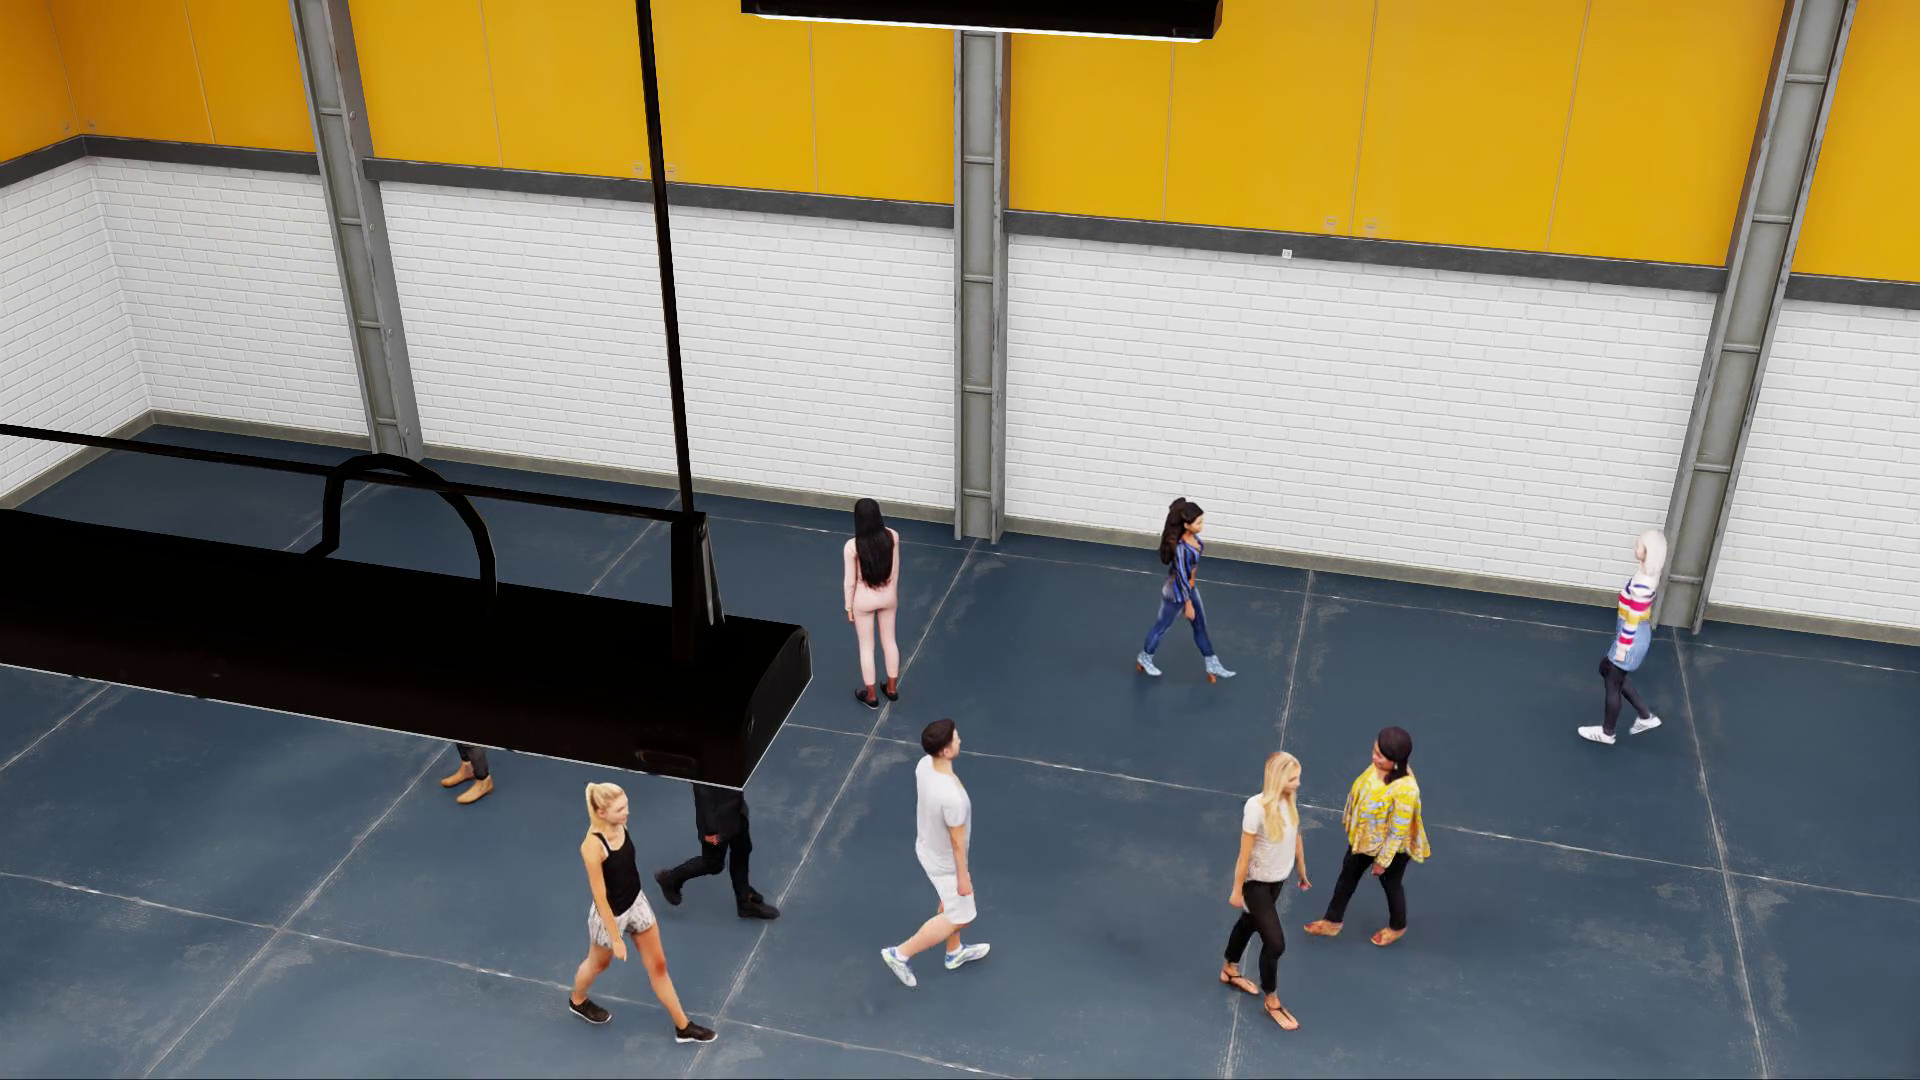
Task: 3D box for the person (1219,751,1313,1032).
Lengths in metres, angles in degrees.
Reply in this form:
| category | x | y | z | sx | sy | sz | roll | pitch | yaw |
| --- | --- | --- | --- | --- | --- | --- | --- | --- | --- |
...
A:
| category | x | y | z | sx | sy | sz | roll | pitch | yaw |
| --- | --- | --- | --- | --- | --- | --- | --- | --- | --- |
| person | 1.682 | 1.955 | 9.738 | 0.954 | 1.807 | 0.836 | 23 | 36 | 36 |

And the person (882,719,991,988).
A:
| category | x | y | z | sx | sy | sz | roll | pitch | yaw |
| --- | --- | --- | --- | --- | --- | --- | --- | --- | --- |
| person | -0.159 | 1.882 | 9.834 | 1.110 | 1.842 | 1.008 | -11 | 30 | -19 |

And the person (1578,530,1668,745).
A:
| category | x | y | z | sx | sy | sz | roll | pitch | yaw |
| --- | --- | --- | --- | --- | --- | --- | --- | --- | --- |
| person | 4.915 | 0.730 | 11.990 | 0.855 | 1.800 | 0.768 | 16 | 32 | 26 |

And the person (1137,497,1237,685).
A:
| category | x | y | z | sx | sy | sz | roll | pitch | yaw |
| --- | --- | --- | --- | --- | --- | --- | --- | --- | --- |
| person | 1.613 | 0.417 | 12.799 | 1.041 | 1.576 | 0.718 | 11 | 30 | 19 |

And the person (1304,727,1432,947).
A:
| category | x | y | z | sx | sy | sz | roll | pitch | yaw |
| --- | --- | --- | --- | --- | --- | --- | --- | --- | --- |
| person | 2.672 | 1.821 | 10.165 | 1.028 | 1.633 | 0.917 | -6 | 29 | -10 |

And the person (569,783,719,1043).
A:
| category | x | y | z | sx | sy | sz | roll | pitch | yaw |
| --- | --- | --- | --- | --- | --- | --- | --- | --- | --- |
| person | -2.027 | 2.114 | 9.463 | 1.214 | 1.791 | 0.696 | 10 | 30 | 18 |

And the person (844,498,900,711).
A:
| category | x | y | z | sx | sy | sz | roll | pitch | yaw |
| --- | --- | --- | --- | --- | --- | --- | --- | --- | --- |
| person | -0.644 | 0.474 | 12.549 | 0.681 | 1.715 | 0.745 | -15 | 32 | -25 |
